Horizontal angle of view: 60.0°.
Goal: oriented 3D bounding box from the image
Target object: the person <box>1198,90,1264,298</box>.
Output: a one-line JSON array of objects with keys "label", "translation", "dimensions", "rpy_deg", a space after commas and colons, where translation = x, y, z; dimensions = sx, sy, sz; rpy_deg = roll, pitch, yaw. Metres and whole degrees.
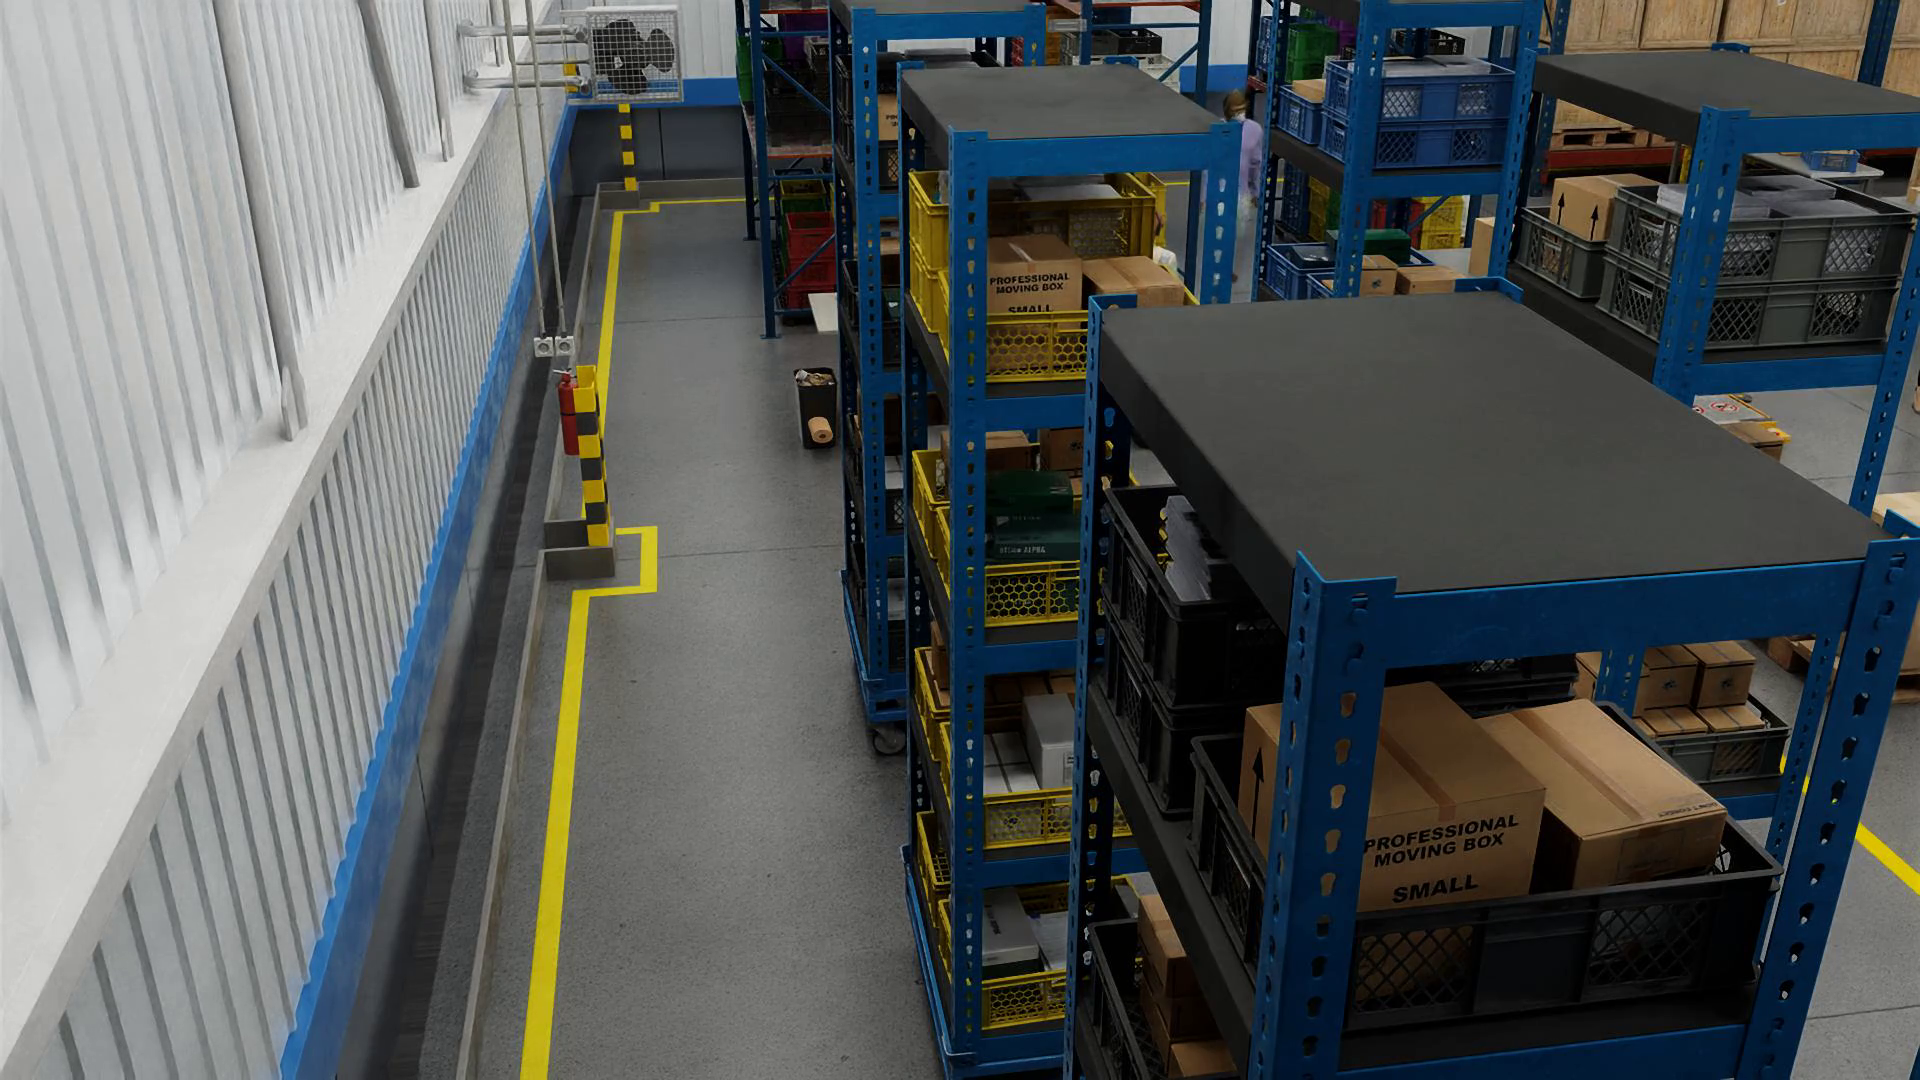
[{"label": "person", "translation": [2.428, -3.211, 15.322], "dimensions": [0.666, 1.905, 0.663], "rpy_deg": [-10, 27, -21]}]

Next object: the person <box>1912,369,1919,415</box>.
[{"label": "person", "translation": [7.496, -1.756, 12.384], "dimensions": [0.534, 1.700, 0.318], "rpy_deg": [-1, 25, -2]}]

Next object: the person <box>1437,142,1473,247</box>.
[{"label": "person", "translation": [5.114, -3.937, 16.905], "dimensions": [0.337, 1.884, 0.583], "rpy_deg": [1, 25, 2]}]
